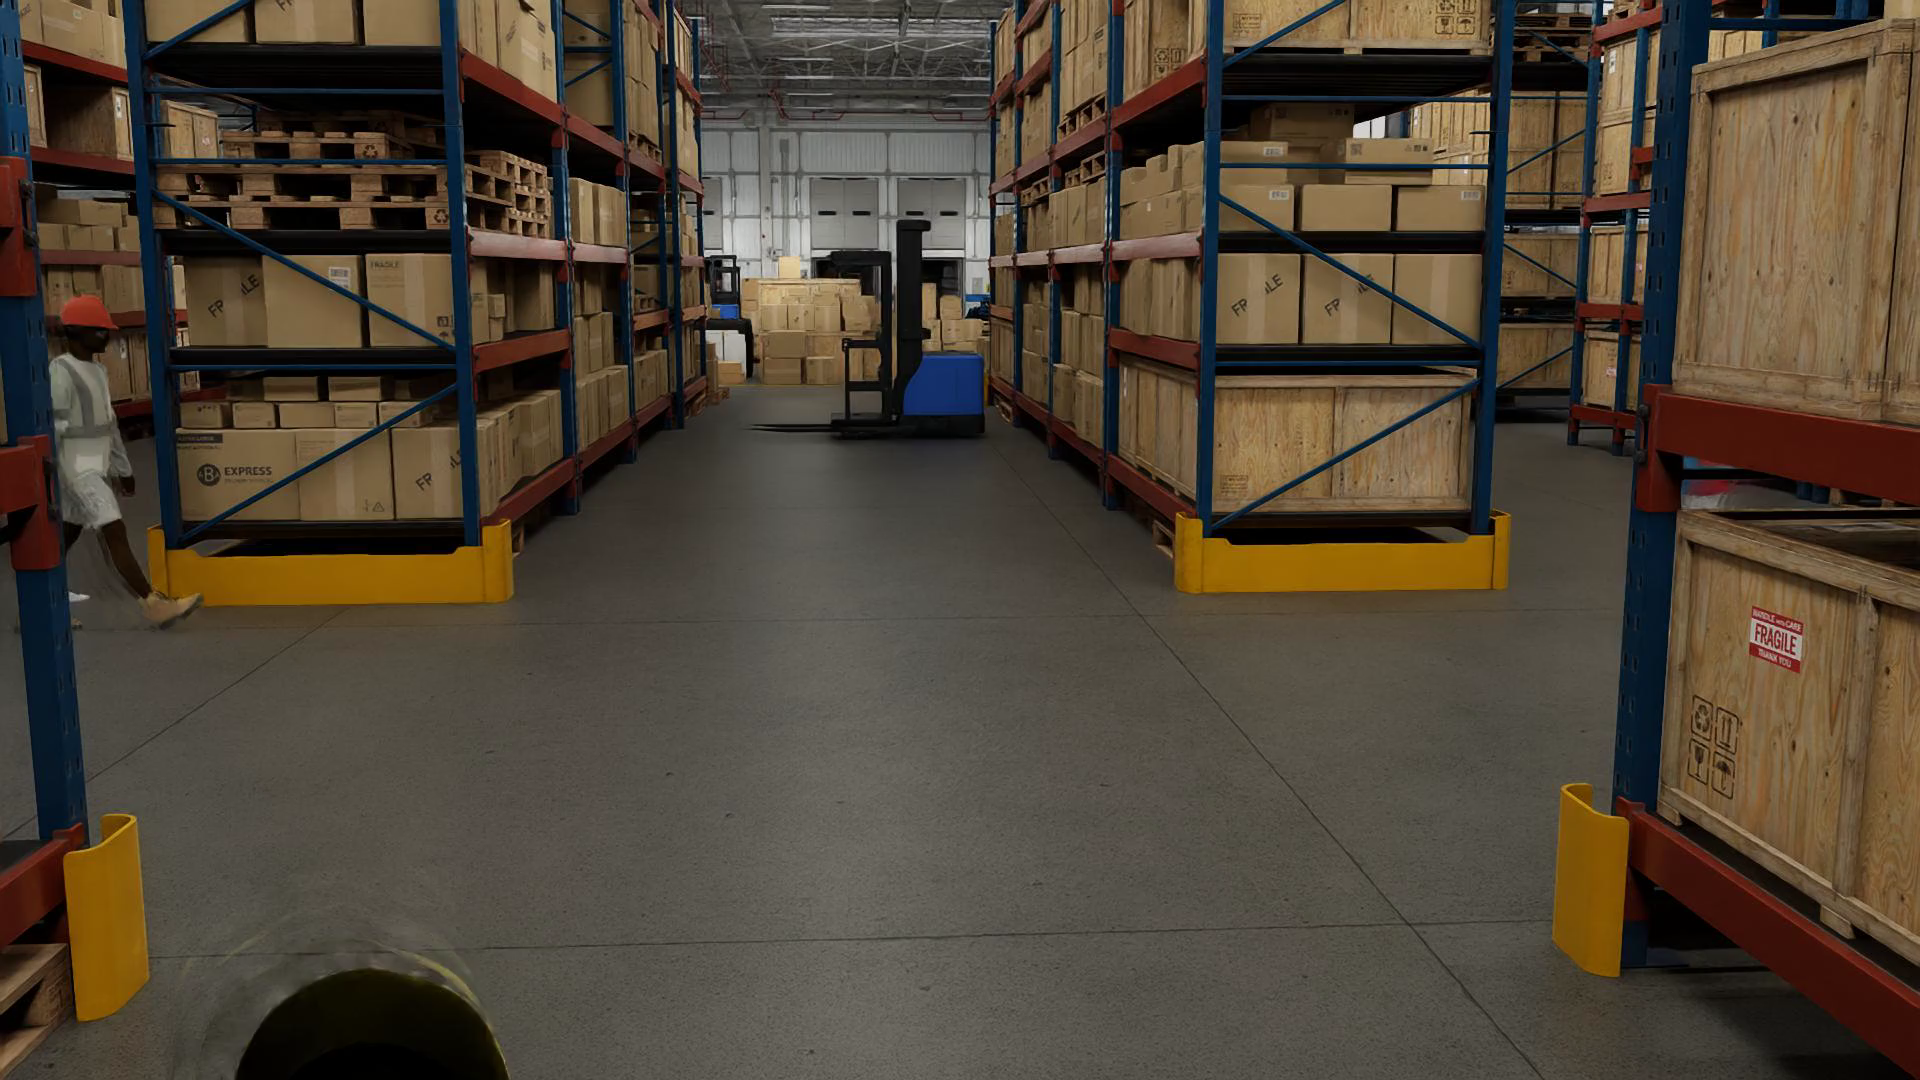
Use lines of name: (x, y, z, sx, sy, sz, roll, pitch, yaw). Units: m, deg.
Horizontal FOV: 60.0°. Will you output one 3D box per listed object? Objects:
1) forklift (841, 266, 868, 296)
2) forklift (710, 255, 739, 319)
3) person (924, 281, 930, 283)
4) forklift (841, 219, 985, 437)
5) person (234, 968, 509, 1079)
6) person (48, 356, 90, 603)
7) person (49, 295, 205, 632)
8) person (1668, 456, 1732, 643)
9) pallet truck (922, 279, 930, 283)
forklift: (-3.663, -8.478, 57.565, 1.129, 2.768, 1.873, -5, 10, -30)
forklift: (-8.368, -8.713, 59.038, 1.129, 2.768, 1.873, -1, 9, -4)
person: (-1.045, -7.476, 54.291, 0.445, 1.925, 0.628, 2, 9, 15)
forklift: (-0.640, -2.784, 21.811, 1.873, 2.768, 1.129, -1, 9, -4)
person: (-0.342, 1.100, 1.044, 0.544, 1.712, 0.912, -4, 10, -22)
person: (-5.916, -0.400, 10.743, 0.507, 1.633, 0.278, 6, 11, 33)
person: (-5.055, -0.427, 9.781, 1.083, 1.986, 0.626, -1, 9, -9)
person: (4.134, -0.303, 9.535, 0.509, 1.821, 0.629, 2, 9, 10)
pallet truck: (-0.932, -8.922, 63.114, 1.885, 1.965, 0.823, 2, 9, 13)
